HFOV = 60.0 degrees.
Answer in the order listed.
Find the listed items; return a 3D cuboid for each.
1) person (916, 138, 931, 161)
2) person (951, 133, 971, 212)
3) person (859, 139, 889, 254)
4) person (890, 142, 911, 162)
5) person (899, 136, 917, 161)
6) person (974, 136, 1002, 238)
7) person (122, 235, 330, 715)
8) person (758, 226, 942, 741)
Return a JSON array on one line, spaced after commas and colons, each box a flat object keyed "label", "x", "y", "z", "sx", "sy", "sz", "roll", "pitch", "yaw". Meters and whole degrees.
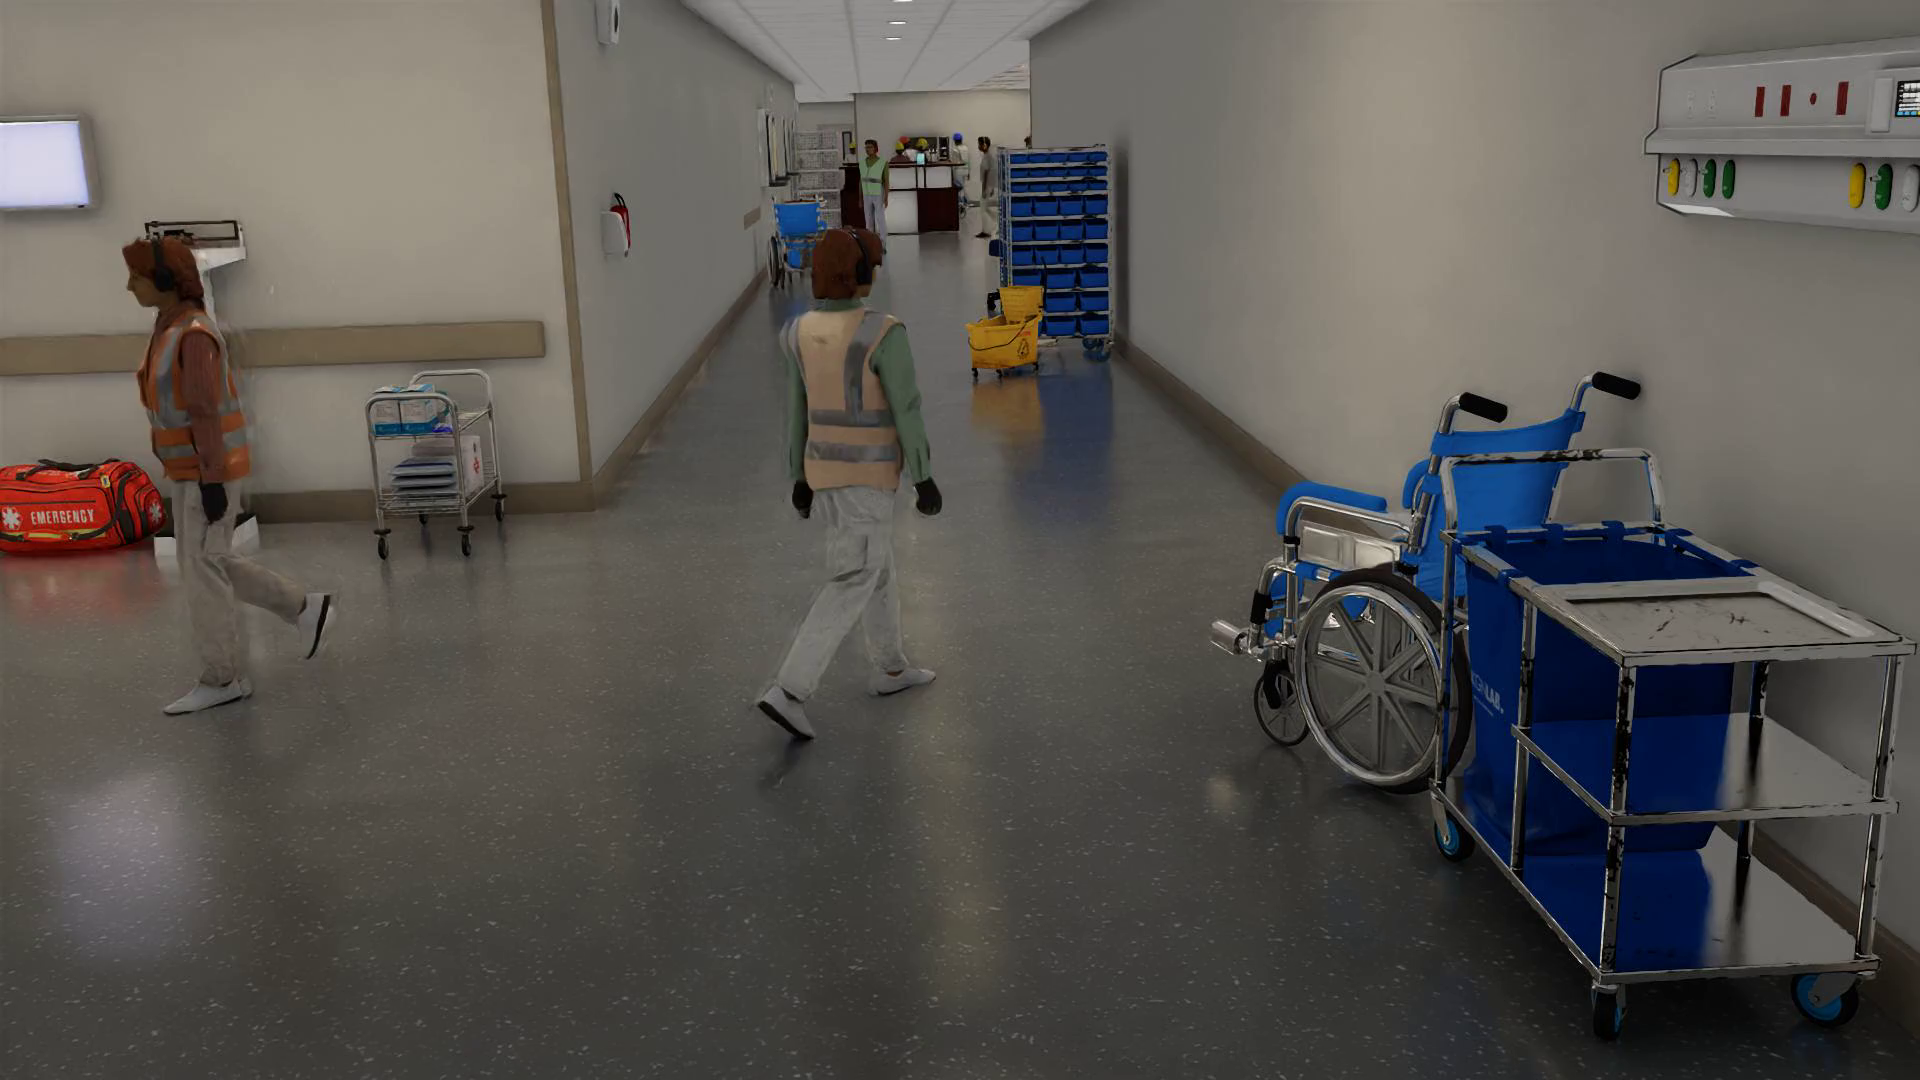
[{"label": "person", "x": -0.854, "y": -8.573, "z": 39.386, "sx": 0.403, "sy": 1.827, "sz": 0.591, "roll": -4, "pitch": 14, "yaw": -8}, {"label": "person", "x": -0.010, "y": -9.087, "z": 41.149, "sx": 0.447, "sy": 1.931, "sz": 0.641, "roll": 9, "pitch": 17, "yaw": 38}, {"label": "person", "x": -1.397, "y": -5.606, "z": 27.194, "sx": 0.563, "sy": 1.847, "sz": 0.389, "roll": 6, "pitch": 16, "yaw": 29}, {"label": "person", "x": -1.365, "y": -8.327, "z": 38.566, "sx": 0.522, "sy": 1.758, "sz": 0.349, "roll": 3, "pitch": 14, "yaw": 17}, {"label": "person", "x": -1.313, "y": -8.587, "z": 39.361, "sx": 0.929, "sy": 1.888, "sz": 0.542, "roll": 11, "pitch": 18, "yaw": 41}, {"label": "person", "x": 0.521, "y": -6.503, "z": 30.658, "sx": 0.494, "sy": 1.846, "sz": 0.560, "roll": 3, "pitch": 14, "yaw": 19}, {"label": "person", "x": -2.536, "y": -0.234, "z": 5.725, "sx": 0.551, "sy": 1.621, "sz": 0.518, "roll": -12, "pitch": 17, "yaw": -37}, {"label": "person", "x": -0.383, "y": -0.186, "z": 5.311, "sx": 0.808, "sy": 1.606, "sz": 0.515, "roll": -14, "pitch": 18, "yaw": -41}]
